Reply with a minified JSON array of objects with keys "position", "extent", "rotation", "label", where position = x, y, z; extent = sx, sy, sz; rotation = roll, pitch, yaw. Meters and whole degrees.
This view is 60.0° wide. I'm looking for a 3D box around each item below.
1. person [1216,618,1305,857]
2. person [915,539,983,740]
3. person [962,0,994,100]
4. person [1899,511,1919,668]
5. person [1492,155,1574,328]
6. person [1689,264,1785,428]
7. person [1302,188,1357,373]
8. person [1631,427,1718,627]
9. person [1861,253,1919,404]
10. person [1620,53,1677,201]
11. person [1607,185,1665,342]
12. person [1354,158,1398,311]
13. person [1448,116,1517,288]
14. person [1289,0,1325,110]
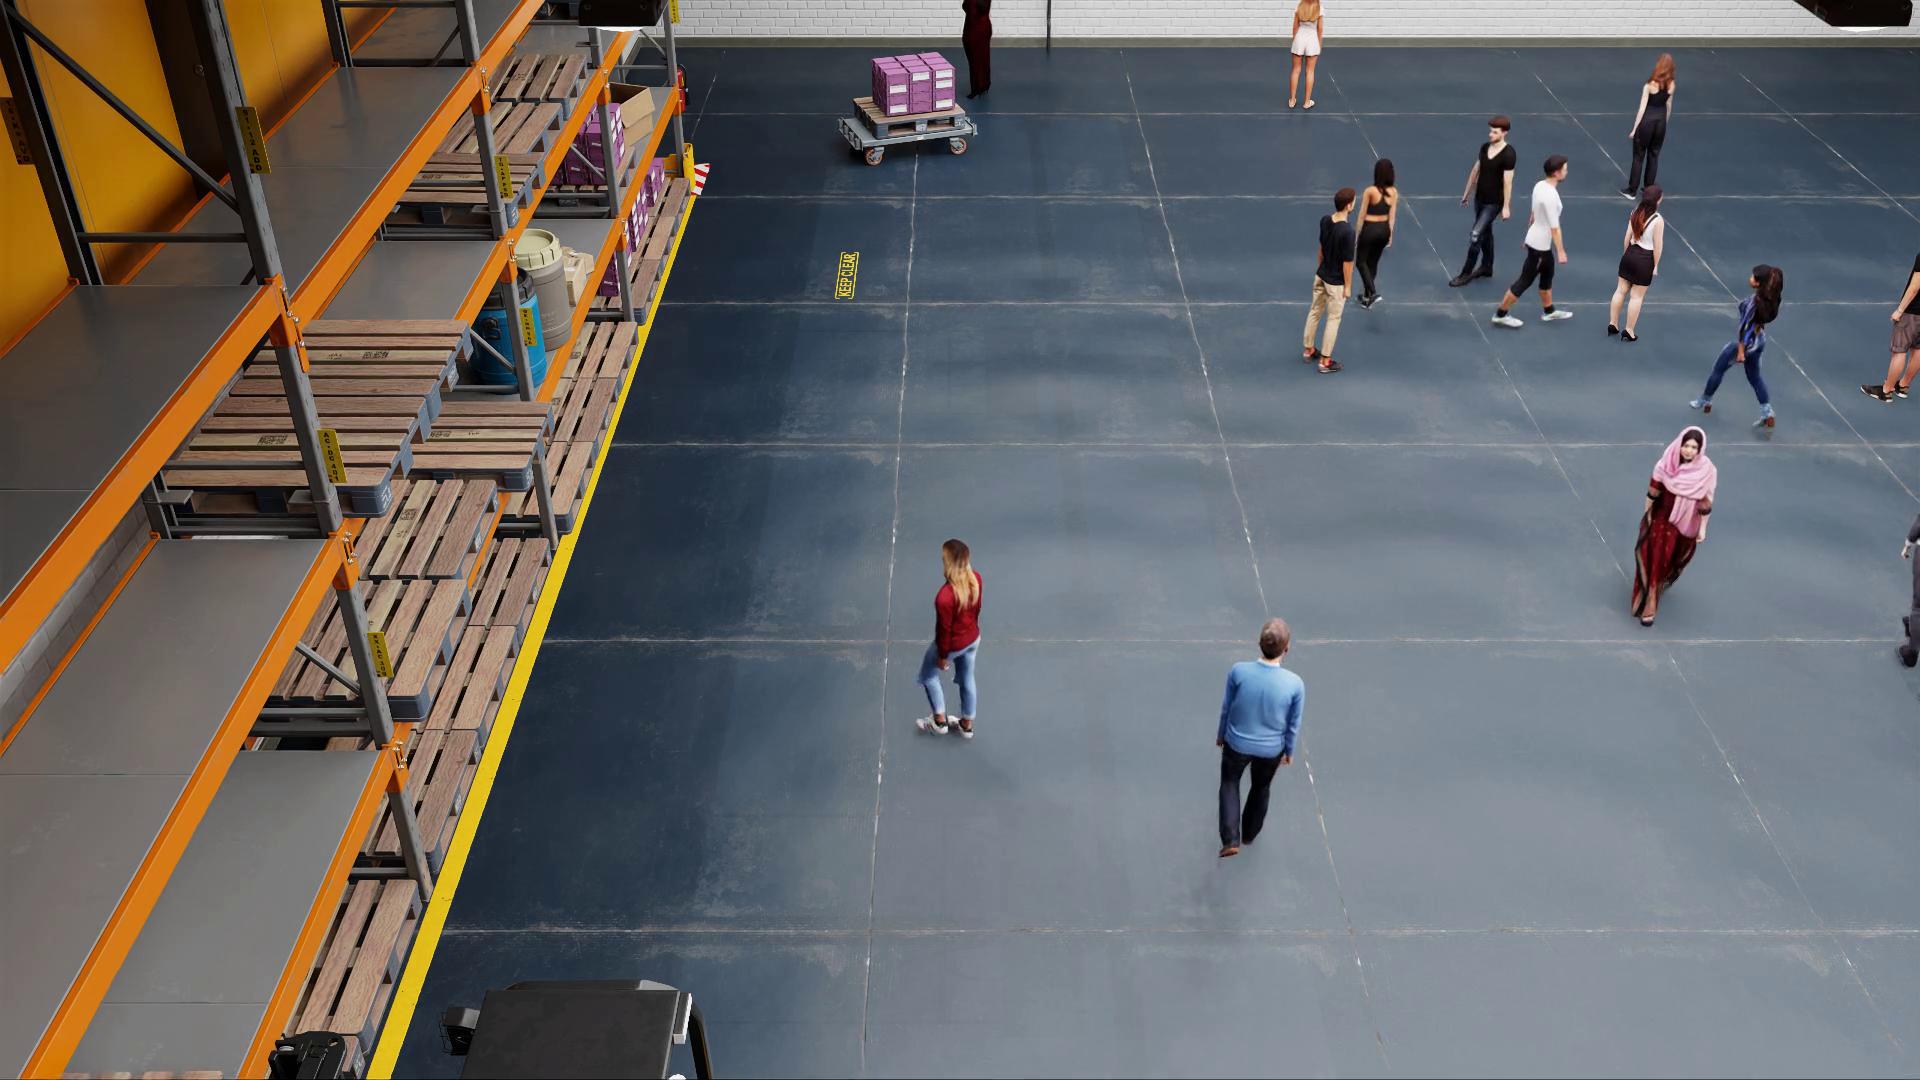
[{"position":[1.844,1.300,10.460],"extent":[0.819,1.801,1.007],"rotation":[9,35,13],"label":"person"},{"position":[0.026,0.736,11.471],"extent":[0.811,1.621,0.746],"rotation":[26,42,34],"label":"person"},{"position":[0.259,-7.008,23.004],"extent":[0.824,1.753,0.723],"rotation":[19,38,26],"label":"person"},{"position":[7.201,0.175,12.196],"extent":[0.660,1.754,0.840],"rotation":[7,34,10],"label":"person"},{"position":[5.825,-2.996,16.911],"extent":[0.815,1.816,1.038],"rotation":[4,34,6],"label":"person"},{"position":[7.294,-1.748,15.245],"extent":[1.006,1.580,1.128],"rotation":[-23,40,-31],"label":"person"},{"position":[3.613,-2.538,16.186],"extent":[0.767,1.855,0.639],"rotation":[-17,37,-24],"label":"person"},{"position":[5.529,-0.179,12.864],"extent":[0.822,1.603,1.114],"rotation":[9,35,14],"label":"person"},{"position":[9.029,-2.178,15.639],"extent":[0.749,1.862,0.721],"rotation":[-13,36,-18],"label":"person"},{"position":[8.278,-4.948,19.911],"extent":[0.615,1.745,0.541],"rotation":[-4,34,-6],"label":"person"},{"position":[6.831,-2.793,16.757],"extent":[0.694,1.648,0.608],"rotation":[-21,39,-29],"label":"person"},{"position":[4.323,-3.123,17.274],"extent":[0.691,1.623,0.893],"rotation":[-4,34,-6],"label":"person"},{"position":[5.757,-3.646,17.838],"extent":[0.967,1.872,0.950],"rotation":[-11,35,-17],"label":"person"},{"position":[4.711,-6.748,22.663],"extent":[0.648,1.696,0.666],"rotation":[13,36,18],"label":"person"}]
